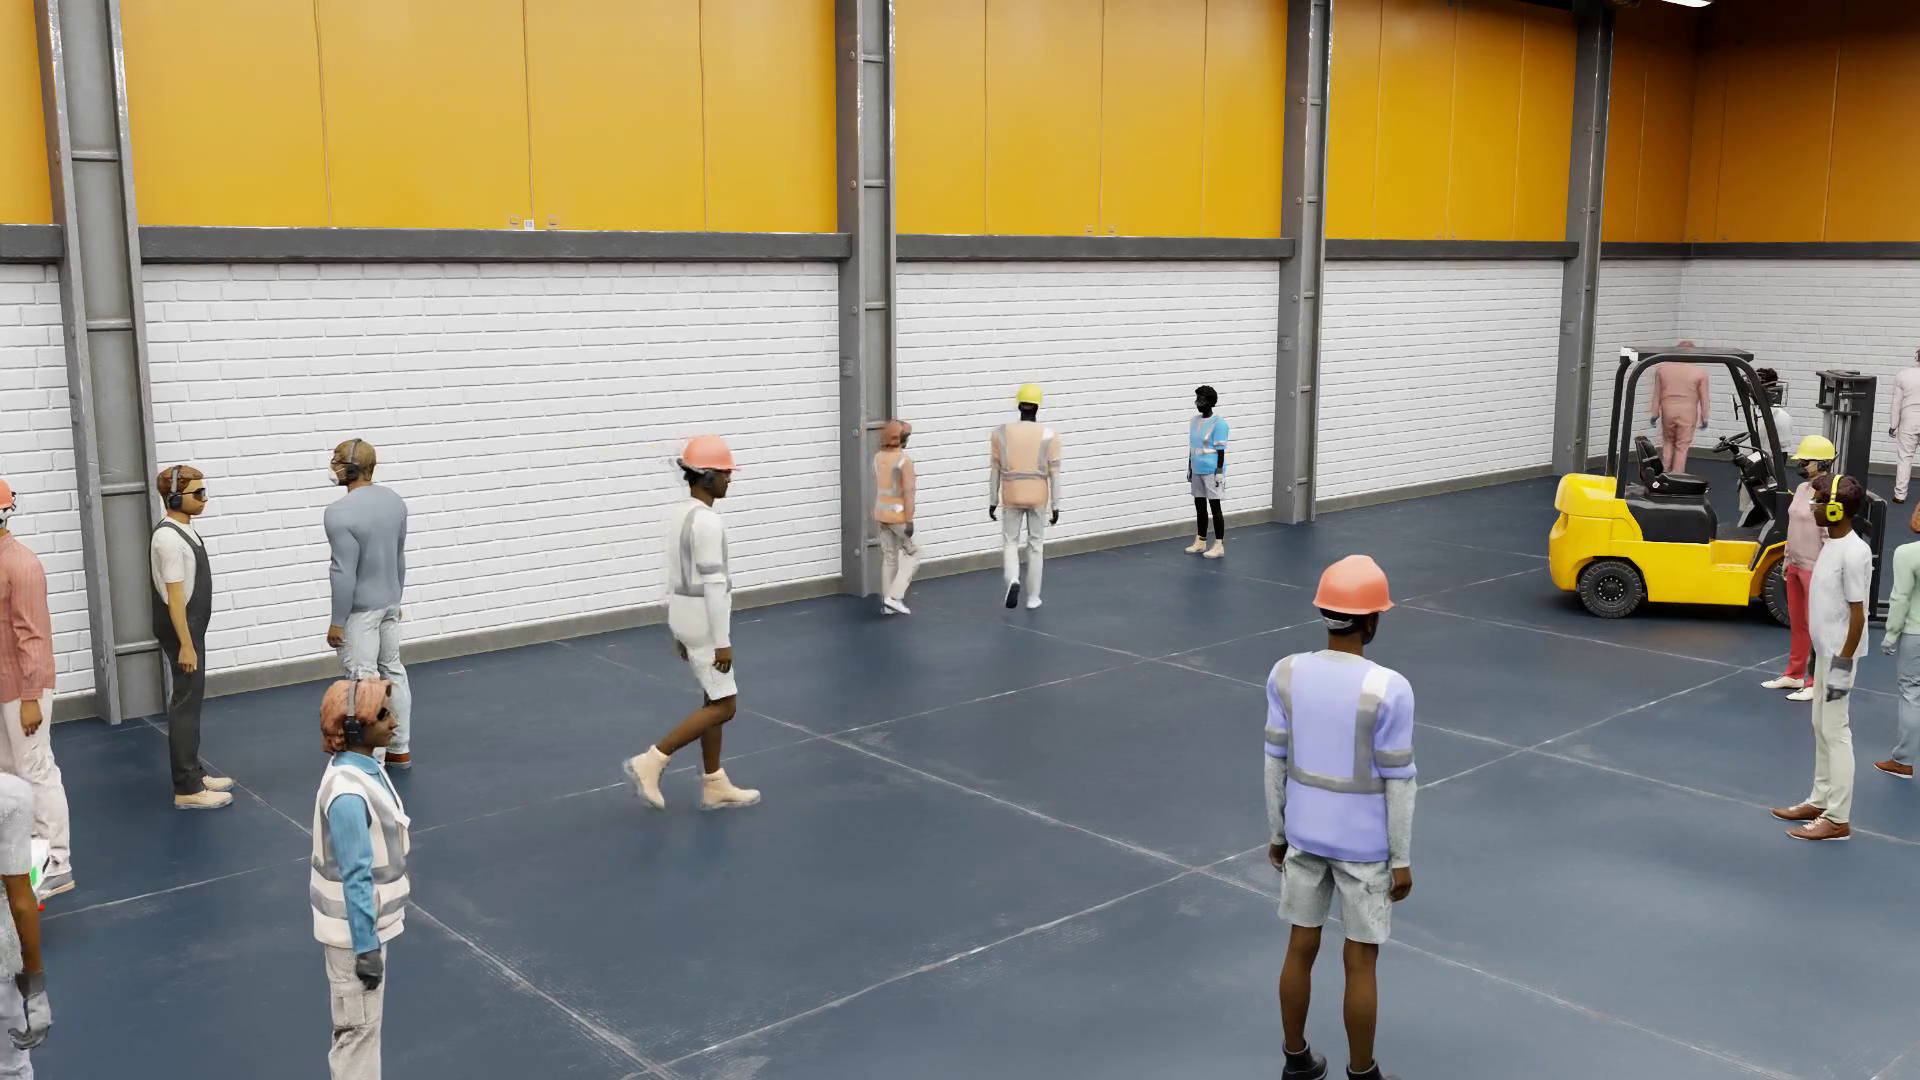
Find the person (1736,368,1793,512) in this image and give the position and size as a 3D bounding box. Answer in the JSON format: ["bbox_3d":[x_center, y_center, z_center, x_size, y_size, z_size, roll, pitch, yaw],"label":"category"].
[{"bbox_3d":[7.130,-0.557,14.839,0.371,1.959,0.602,-1,10,-4],"label":"person"}]

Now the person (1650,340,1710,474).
[{"bbox_3d":[9.115,-1.576,20.995,0.681,1.887,0.546,8,13,40],"label":"person"}]

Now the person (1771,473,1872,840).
[{"bbox_3d":[4.385,0.595,8.393,0.335,1.860,0.520,3,10,16],"label":"person"}]

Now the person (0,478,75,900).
[{"bbox_3d":[-4.366,0.665,7.610,0.615,1.987,0.407,7,12,37],"label":"person"}]

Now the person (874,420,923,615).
[{"bbox_3d":[-0.510,-0.172,13.588,0.359,1.623,0.515,-8,12,-39],"label":"person"}]

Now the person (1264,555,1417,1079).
[{"bbox_3d":[1.311,1.011,5.722,0.545,1.939,0.373,9,13,41],"label":"person"}]

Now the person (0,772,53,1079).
[{"bbox_3d":[-2.833,1.249,4.628,0.535,1.841,0.714,-1,10,-4],"label":"person"}]

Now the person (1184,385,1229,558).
[{"bbox_3d":[2.421,-0.676,16.320,0.319,1.692,0.536,-6,11,-29],"label":"person"}]

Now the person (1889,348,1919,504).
[{"bbox_3d":[11.399,-1.368,19.744,0.652,1.906,0.404,5,11,27],"label":"person"}]

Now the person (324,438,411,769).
[{"bbox_3d":[-3.334,0.391,9.343,0.358,1.939,0.636,3,10,15],"label":"person"}]

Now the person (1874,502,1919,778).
[{"bbox_3d":[5.460,0.536,9.384,0.500,1.636,0.283,-1,10,-5],"label":"person"}]

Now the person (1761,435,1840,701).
[{"bbox_3d":[5.633,0.184,11.067,0.308,1.769,0.525,0,10,0],"label":"person"}]

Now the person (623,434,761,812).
[{"bbox_3d":[-1.419,0.461,8.698,0.663,2.023,0.627,-4,10,-21],"label":"person"}]

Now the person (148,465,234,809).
[{"bbox_3d":[-4.132,0.513,8.909,0.330,1.844,0.520,-4,10,-20],"label":"person"}]

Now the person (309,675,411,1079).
[{"bbox_3d":[-1.889,1.235,5.278,0.315,1.641,0.515,-3,10,-17],"label":"person"}]

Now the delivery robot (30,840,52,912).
[{"bbox_3d":[-4.231,1.437,6.997,0.707,0.478,0.477,-4,10,-19],"label":"delivery robot"}]

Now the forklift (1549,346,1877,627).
[{"bbox_3d":[6.109,-0.478,13.691,2.313,2.155,1.214,3,10,16],"label":"forklift"}]

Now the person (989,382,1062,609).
[{"bbox_3d":[0.534,-0.344,13.737,0.614,1.909,0.561,1,10,7],"label":"person"}]
